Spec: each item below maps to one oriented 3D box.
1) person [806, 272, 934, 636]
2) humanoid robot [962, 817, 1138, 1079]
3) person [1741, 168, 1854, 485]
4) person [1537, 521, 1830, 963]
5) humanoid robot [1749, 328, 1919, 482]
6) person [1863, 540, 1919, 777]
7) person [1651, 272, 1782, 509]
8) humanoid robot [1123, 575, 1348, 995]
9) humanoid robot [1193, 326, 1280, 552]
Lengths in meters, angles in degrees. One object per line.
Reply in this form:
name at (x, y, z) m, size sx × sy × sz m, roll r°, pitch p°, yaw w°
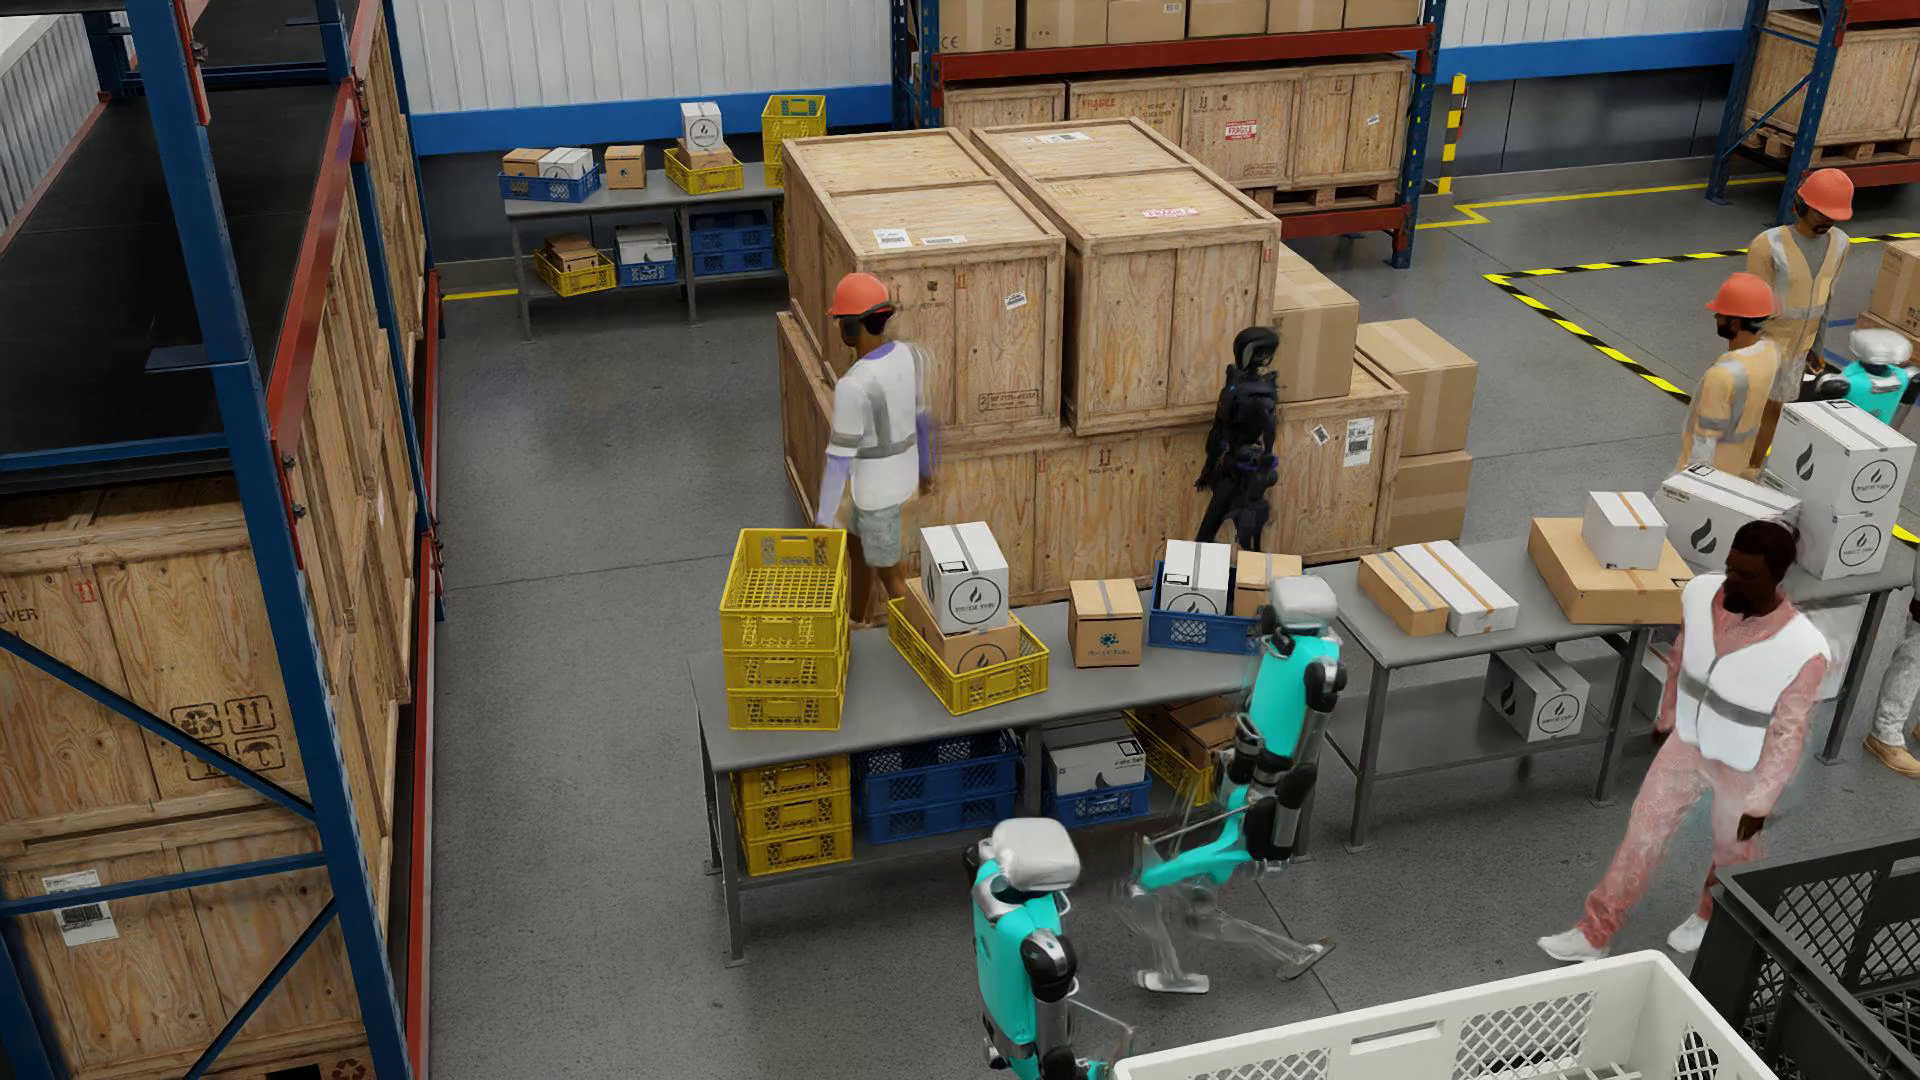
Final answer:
person at (-0.467, -0.257, 7.781) m, size 0.845 × 1.997 × 0.767 m, roll 13°, pitch 31°, yaw 22°
humanoid robot at (0.372, 1.547, 4.886) m, size 0.727 × 1.881 × 0.543 m, roll -11°, pitch 31°, yaw -19°
person at (4.560, -1.069, 9.230) m, size 0.605 × 2.034 × 0.388 m, roll -7°, pitch 30°, yaw -13°
person at (2.643, 0.802, 5.987) m, size 0.937 × 1.876 × 0.617 m, roll -15°, pitch 32°, yaw -25°
humanoid robot at (4.096, -0.293, 8.127) m, size 0.534 × 1.750 × 0.816 m, roll -5°, pitch 29°, yaw -10°
person at (4.352, 0.183, 7.164) m, size 0.624 × 1.836 × 0.430 m, roll -10°, pitch 30°, yaw -17°
person at (3.674, -0.384, 8.109) m, size 0.566 × 1.912 × 0.770 m, roll -21°, pitch 35°, yaw -33°
humanoid robot at (0.920, 0.949, 5.873) m, size 1.032 × 1.721 × 0.571 m, roll -6°, pitch 29°, yaw -10°
humanoid robot at (1.445, -0.303, 8.253) m, size 0.740 × 1.644 × 0.599 m, roll -8°, pitch 30°, yaw -15°
